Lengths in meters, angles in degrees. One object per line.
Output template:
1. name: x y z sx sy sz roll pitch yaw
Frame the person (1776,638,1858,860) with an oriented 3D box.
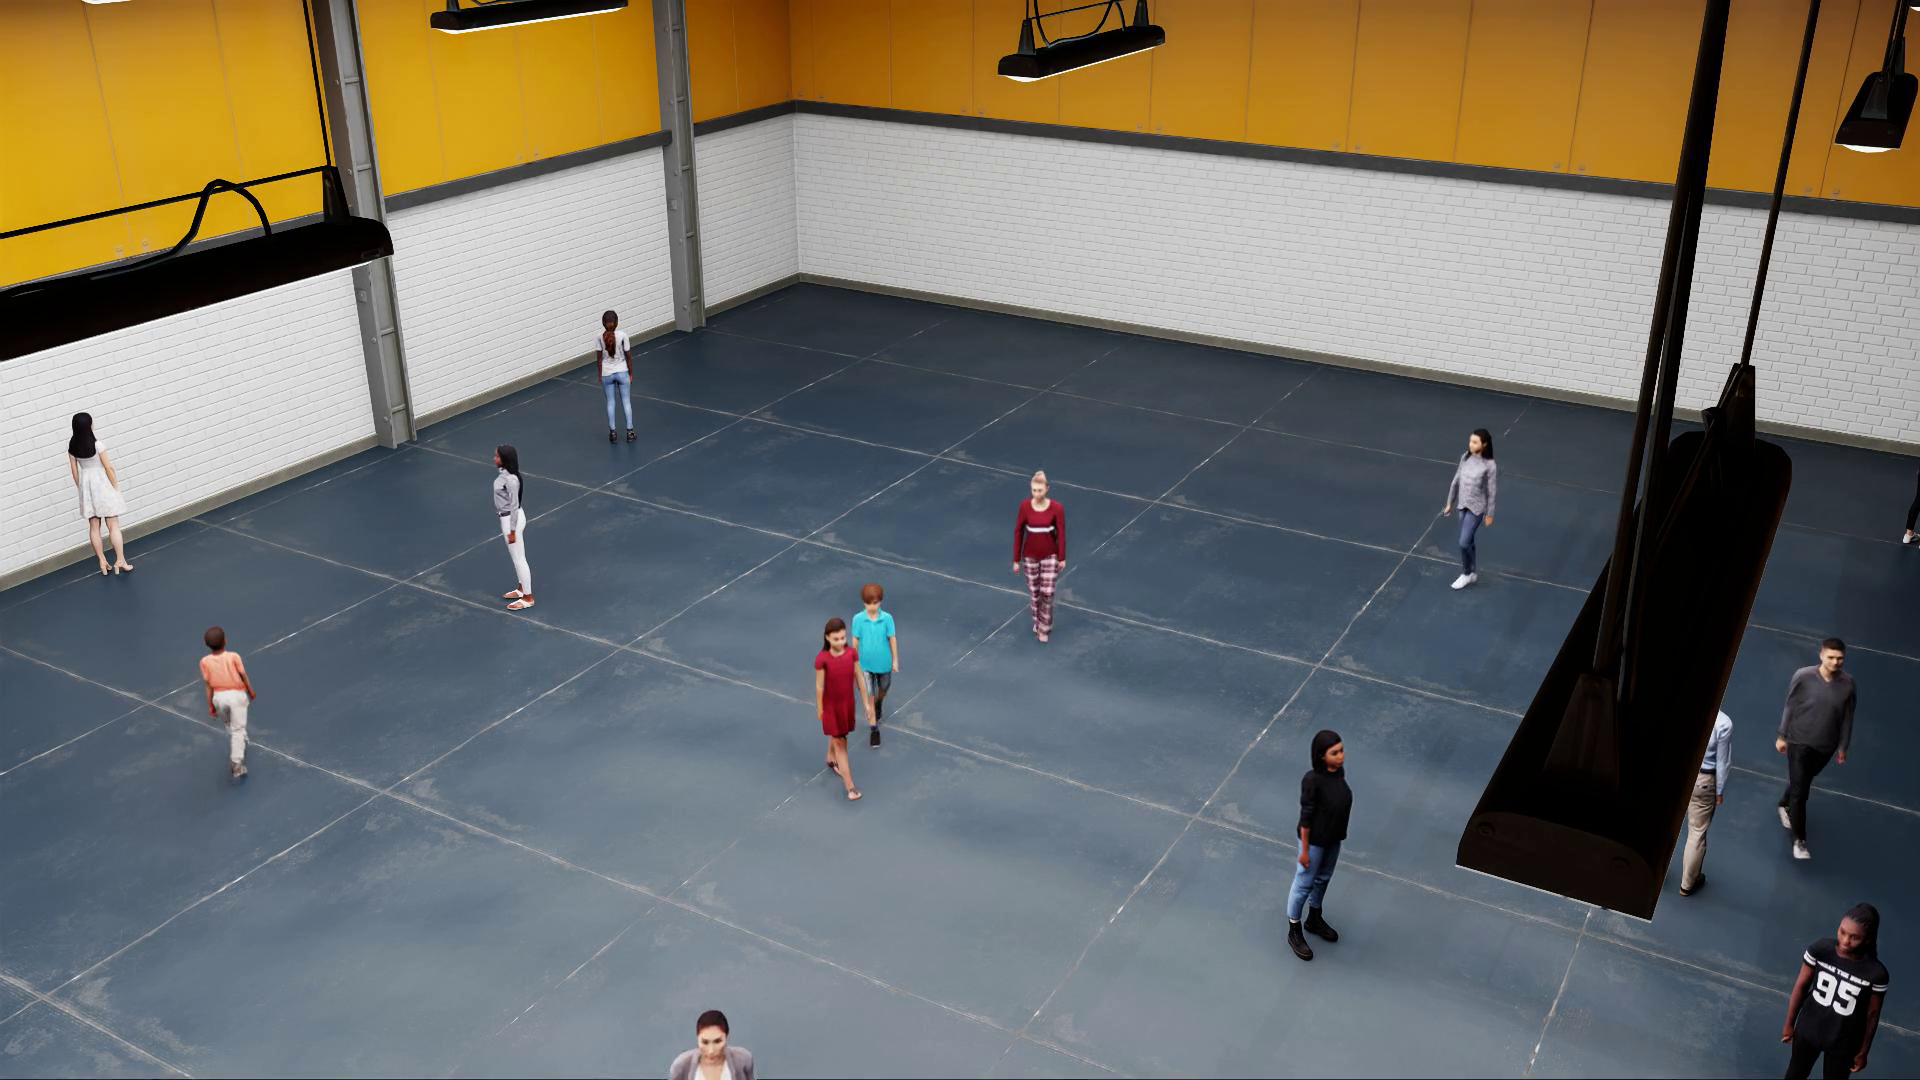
1. person: 6.558 1.534 12.831 0.881 1.715 1.187 4 24 9

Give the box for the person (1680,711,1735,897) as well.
1. person: 5.346 1.751 12.170 0.647 1.848 0.612 15 28 31

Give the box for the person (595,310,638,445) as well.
1. person: -4.374 -2.081 21.096 0.662 1.719 0.690 -2 24 -6

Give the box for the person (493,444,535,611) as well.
1. person: -4.490 -0.156 16.685 0.714 1.725 0.678 -9 25 -19

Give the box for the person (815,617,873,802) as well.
1. person: -1.012 1.307 13.606 1.030 1.510 0.948 -13 27 -27

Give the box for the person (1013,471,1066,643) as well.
1. person: 0.792 0.126 16.095 0.765 1.682 0.831 5 24 10

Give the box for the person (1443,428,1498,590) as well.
1. person: 5.336 -0.336 17.110 0.817 1.715 0.770 -12 26 -26

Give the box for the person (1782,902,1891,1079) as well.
1. person: 5.083 2.886 9.722 0.655 1.729 0.610 20 30 38

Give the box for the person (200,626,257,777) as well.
1. person: -6.063 1.345 13.791 0.809 1.293 0.950 -2 24 -6

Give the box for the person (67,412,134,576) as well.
1. person: -9.013 -0.489 17.386 0.763 1.773 0.790 1 24 2

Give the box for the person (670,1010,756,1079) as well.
1. person: -1.350 3.211 9.081 1.032 1.645 1.161 -3 24 -6

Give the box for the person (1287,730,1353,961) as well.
1. person: 2.501 2.087 11.585 0.582 1.701 0.700 -19 30 -36

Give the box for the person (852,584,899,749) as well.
1. person: -0.739 1.015 14.378 0.869 1.426 0.995 -3 24 -7
